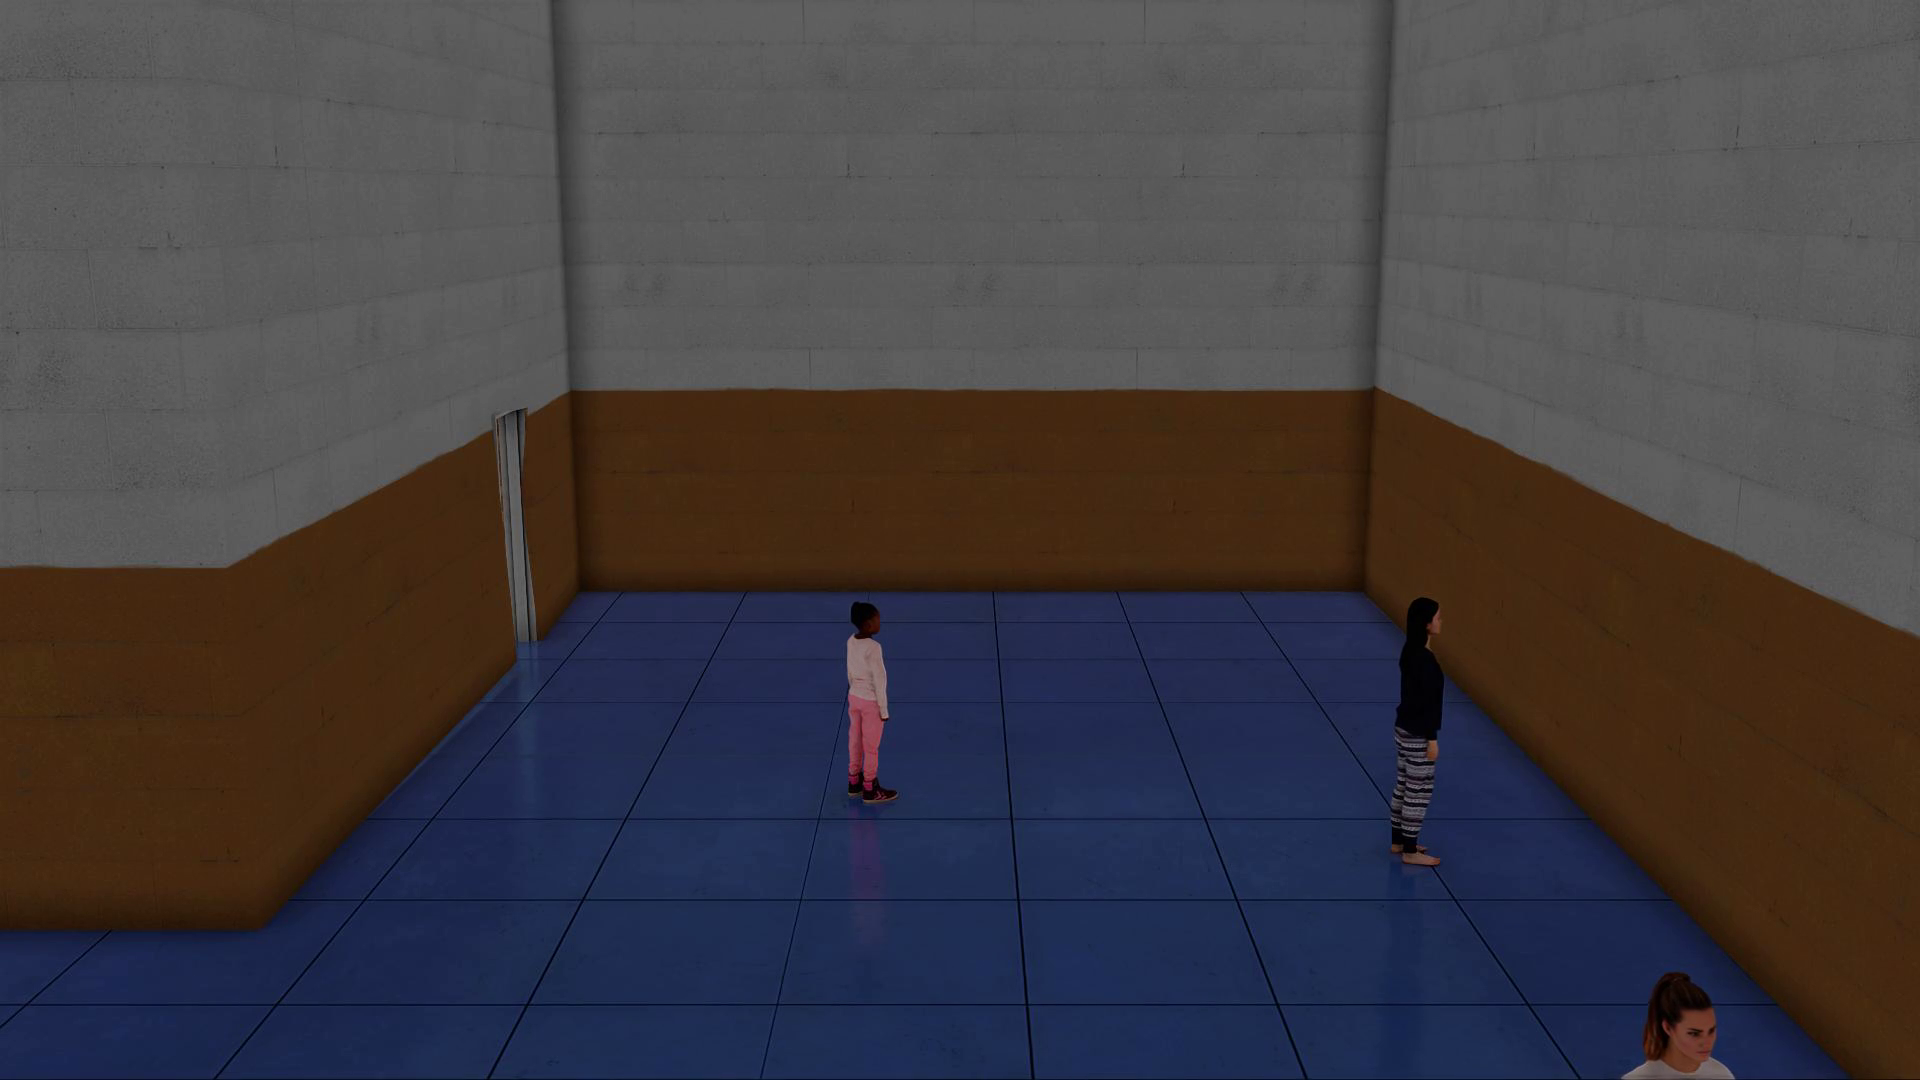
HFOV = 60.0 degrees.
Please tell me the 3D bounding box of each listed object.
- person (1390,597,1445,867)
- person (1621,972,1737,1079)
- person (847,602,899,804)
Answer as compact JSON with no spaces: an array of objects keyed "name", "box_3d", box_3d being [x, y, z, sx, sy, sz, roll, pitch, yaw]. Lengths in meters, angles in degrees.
[{"name":"person","box_3d":[2.923,1.209,10.640,0.527,1.734,0.614,-1,12,-4]},{"name":"person","box_3d":[2.367,2.282,5.579,0.572,1.720,0.726,-4,12,-17]},{"name":"person","box_3d":[-0.660,1.124,11.750,0.662,1.444,0.625,-9,15,-36]}]
